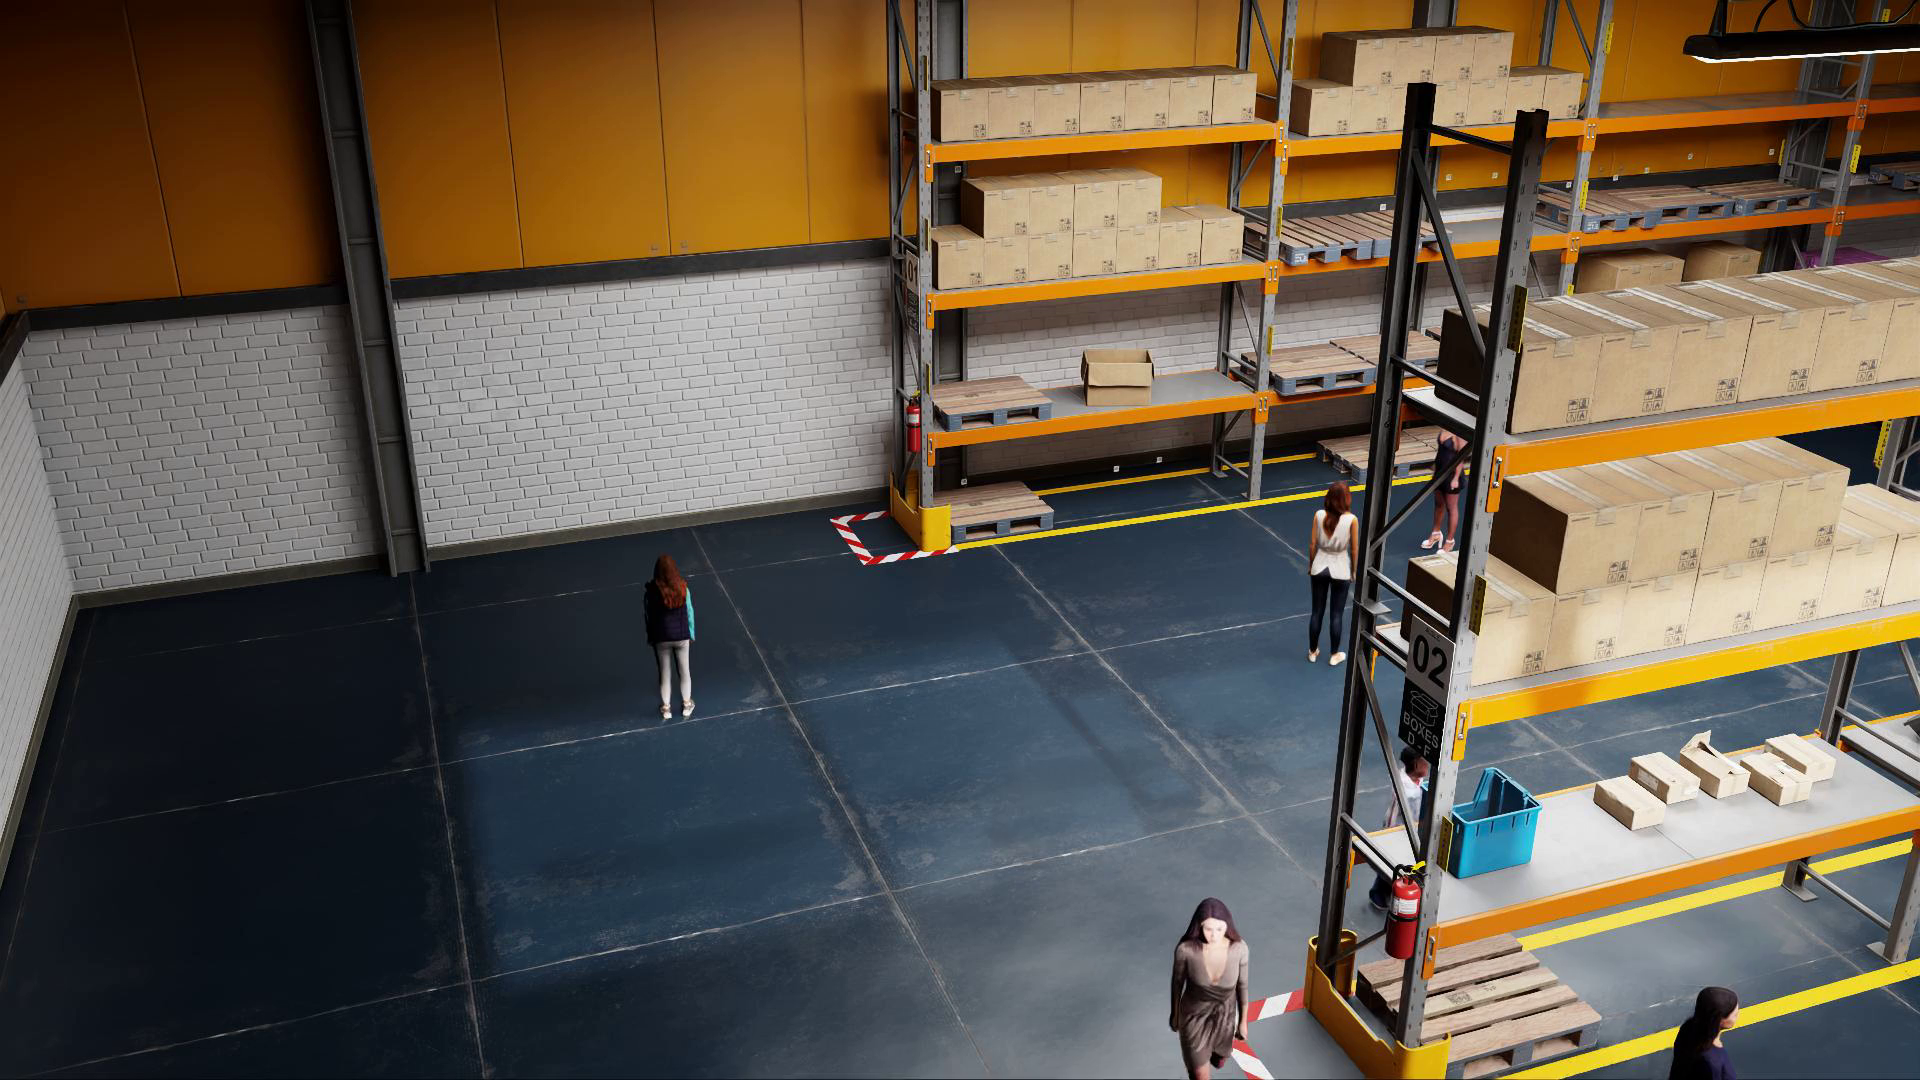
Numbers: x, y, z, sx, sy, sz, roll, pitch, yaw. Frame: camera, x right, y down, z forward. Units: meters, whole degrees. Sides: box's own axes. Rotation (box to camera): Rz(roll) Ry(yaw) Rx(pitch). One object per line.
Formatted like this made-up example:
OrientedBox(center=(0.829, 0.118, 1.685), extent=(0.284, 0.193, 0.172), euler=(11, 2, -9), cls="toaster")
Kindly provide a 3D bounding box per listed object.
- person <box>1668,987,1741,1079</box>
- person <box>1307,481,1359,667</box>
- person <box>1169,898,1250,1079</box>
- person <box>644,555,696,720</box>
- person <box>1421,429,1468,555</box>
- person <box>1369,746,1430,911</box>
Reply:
OrientedBox(center=(3.774, 3.138, 8.866), extent=(1.176, 1.718, 0.984), euler=(5, 24, 12), cls="person")
OrientedBox(center=(3.401, 0.303, 15.267), extent=(0.678, 1.784, 0.734), euler=(11, 26, 24), cls="person")
OrientedBox(center=(1.444, 2.763, 9.728), extent=(1.085, 1.714, 0.874), euler=(-1, 24, -3), cls="person")
OrientedBox(center=(-2.514, 0.829, 14.422), extent=(0.552, 1.499, 0.669), euler=(-4, 24, -10), cls="person")
OrientedBox(center=(5.154, -0.680, 17.513), extent=(0.539, 1.789, 0.571), euler=(-7, 25, -16), cls="person")
OrientedBox(center=(3.154, 2.050, 11.947), extent=(0.567, 1.243, 0.709), euler=(-15, 28, -30), cls="person")
